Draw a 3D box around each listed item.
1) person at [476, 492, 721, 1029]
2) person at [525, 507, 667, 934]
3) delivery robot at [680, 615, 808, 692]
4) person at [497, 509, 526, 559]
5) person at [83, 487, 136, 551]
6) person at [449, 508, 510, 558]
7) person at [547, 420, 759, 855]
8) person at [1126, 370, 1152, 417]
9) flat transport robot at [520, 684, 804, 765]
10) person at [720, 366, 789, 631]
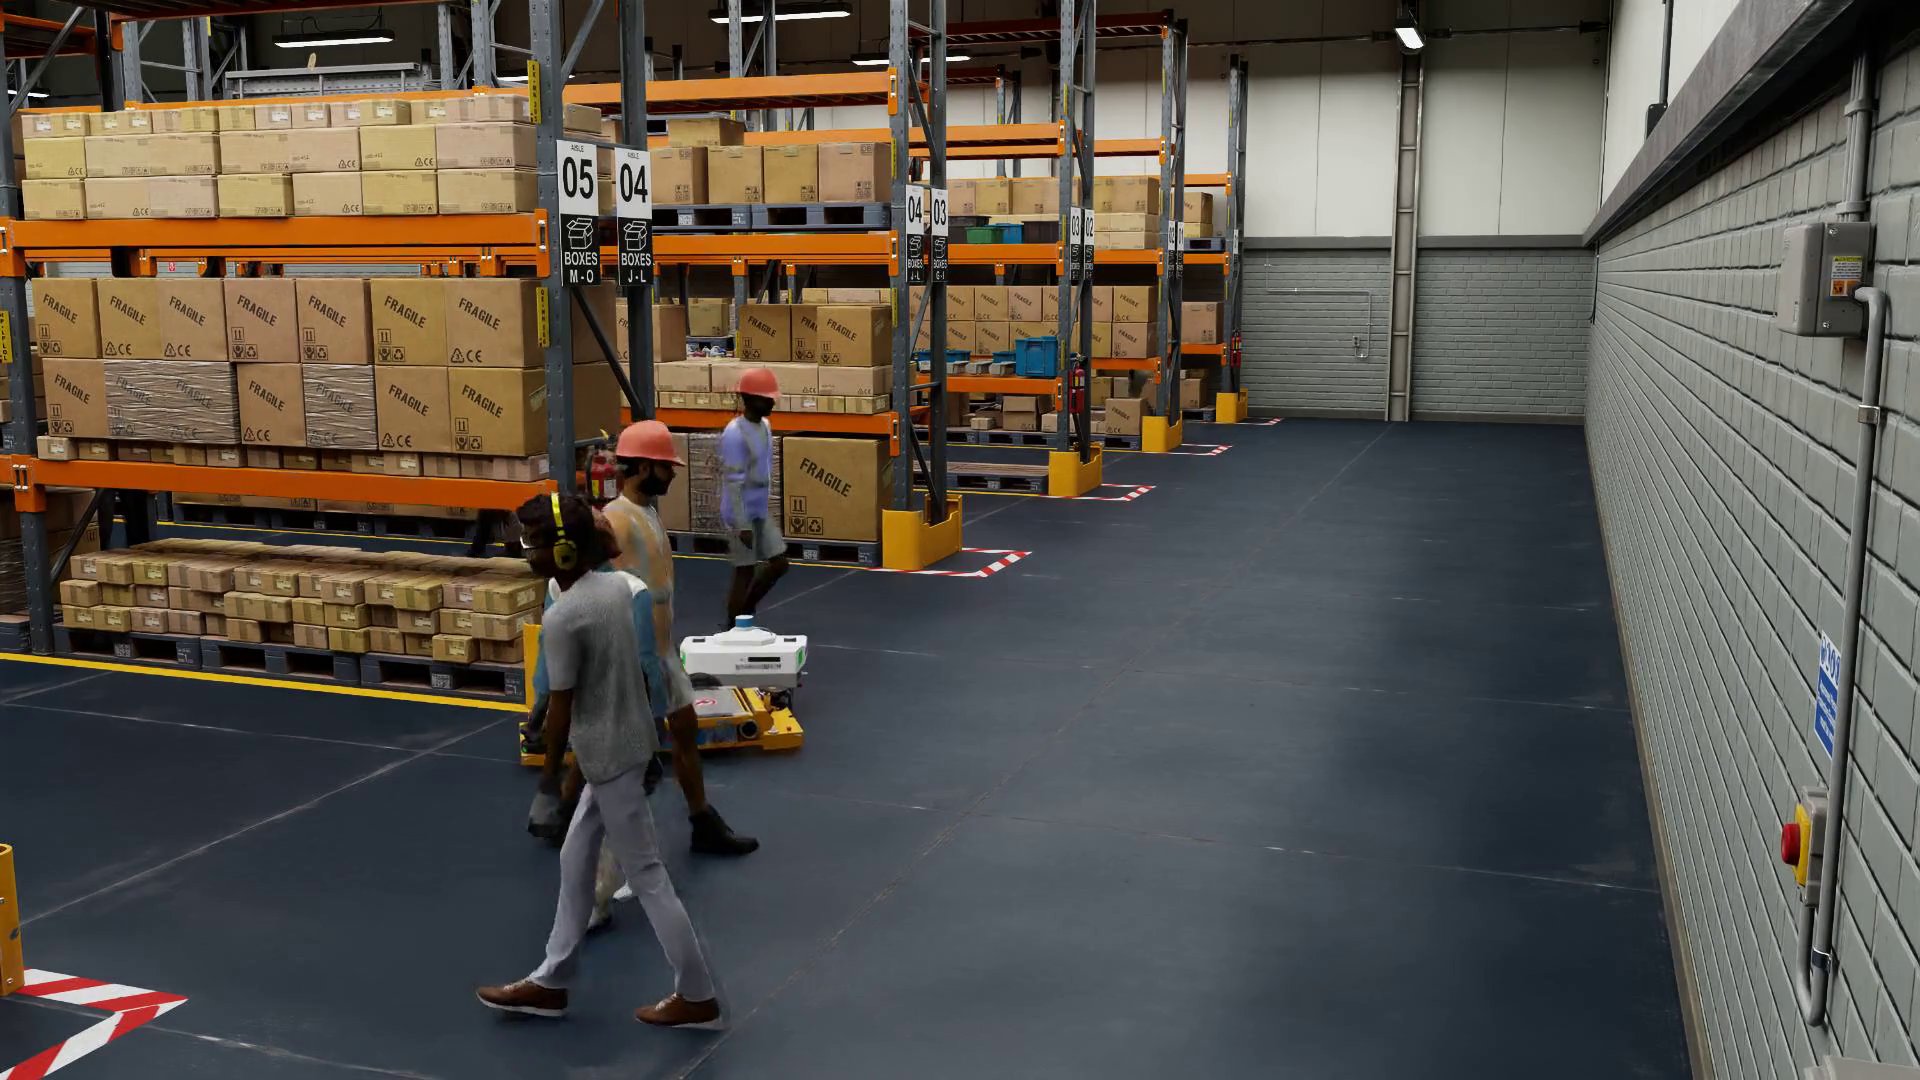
[{"bbox_3d":[-1.209,0.737,5.417,0.888,1.813,0.542,1,9,3],"label":"person"},{"bbox_3d":[-1.423,0.680,6.425,0.525,1.602,0.771,6,11,35],"label":"person"},{"bbox_3d":[-1.222,0.671,9.462,0.707,0.478,0.477,0,9,-2],"label":"delivery robot"},{"bbox_3d":[-3.040,-0.342,11.504,0.507,2.031,0.625,4,10,25],"label":"person"},{"bbox_3d":[-6.557,-0.481,12.934,0.332,1.843,0.519,8,12,42],"label":"person"},{"bbox_3d":[-3.937,-0.649,13.633,0.979,1.946,0.646,3,10,18],"label":"person"},{"bbox_3d":[-1.385,0.434,7.116,0.962,1.890,0.550,2,9,13],"label":"person"},{"bbox_3d":[2.708,-2.519,25.298,0.470,1.955,0.629,5,10,27],"label":"person"},{"bbox_3d":[-1.589,0.966,8.797,1.431,0.197,0.652,-3,9,-15],"label":"flat transport robot"},{"bbox_3d":[-1.333,-0.172,10.793,0.476,1.911,0.605,3,10,18],"label":"person"}]
